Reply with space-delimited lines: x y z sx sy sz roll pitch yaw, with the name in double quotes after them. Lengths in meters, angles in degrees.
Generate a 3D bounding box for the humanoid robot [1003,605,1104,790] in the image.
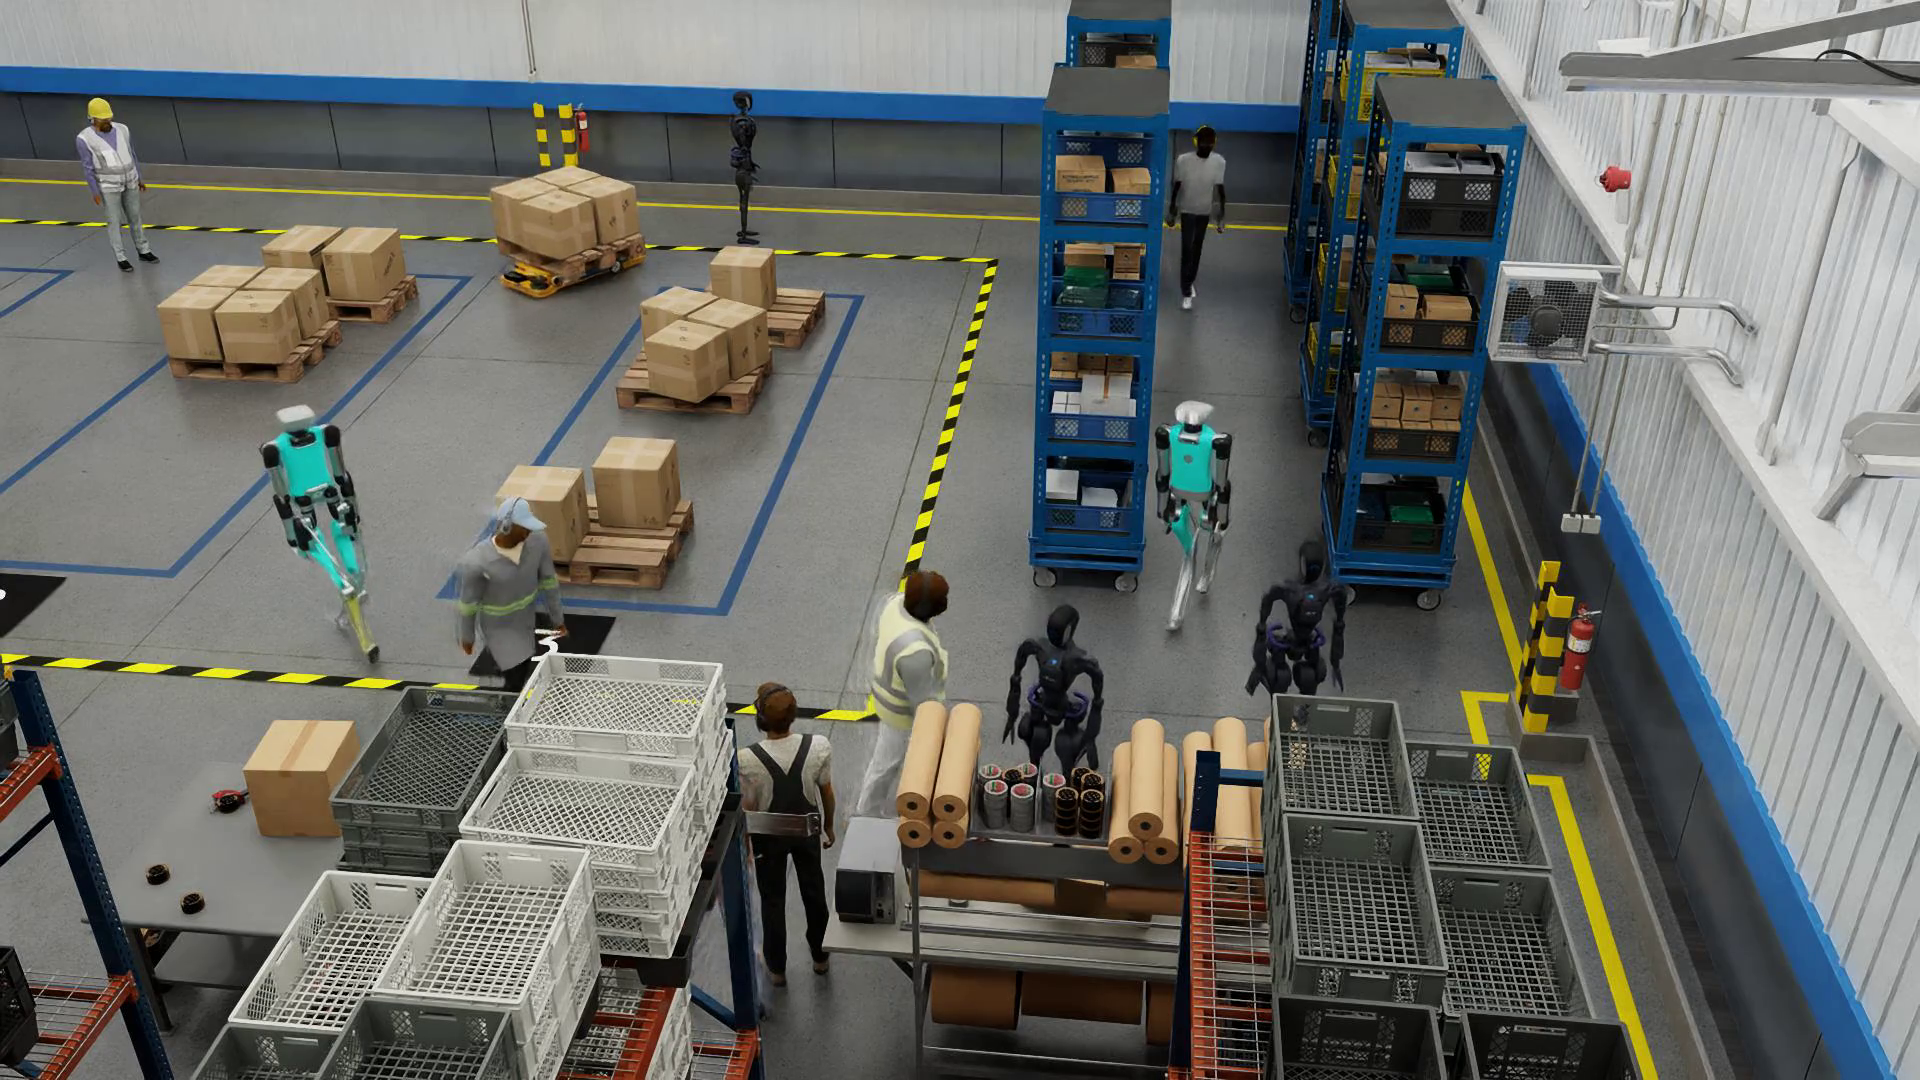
0.523 1.059 9.479 0.599 1.628 0.548 13 32 21 "humanoid robot"

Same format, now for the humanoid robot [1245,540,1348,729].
2.011 0.686 10.101 0.592 1.634 0.577 -4 30 -7 "humanoid robot"

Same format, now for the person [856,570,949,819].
-0.177 0.949 9.523 0.986 1.789 0.640 -2 30 -3 "person"

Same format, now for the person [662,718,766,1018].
-1.344 1.616 8.465 0.540 1.709 0.910 -20 36 -31 "person"

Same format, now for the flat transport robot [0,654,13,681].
-7.142 0.969 11.010 1.431 0.231 0.659 3 30 6 "flat transport robot"

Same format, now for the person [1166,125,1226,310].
2.389 -3.224 16.651 0.554 1.831 0.883 -2 30 -3 "person"

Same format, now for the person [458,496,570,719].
-2.750 0.518 10.247 0.618 1.814 0.607 21 36 32 "person"

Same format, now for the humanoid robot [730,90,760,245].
-2.366 -4.125 18.341 0.315 1.659 0.599 -2 30 -3 "humanoid robot"

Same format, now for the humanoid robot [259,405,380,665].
-4.173 0.023 11.227 0.532 1.778 1.015 -25 39 -36 "humanoid robot"

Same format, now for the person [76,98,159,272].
-8.909 -3.767 17.590 0.404 1.827 0.598 19 35 29 "person"

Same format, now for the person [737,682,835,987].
-0.889 1.507 8.517 0.513 1.844 0.334 -10 32 -17 "person"

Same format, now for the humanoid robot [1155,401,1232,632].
1.683 -0.254 11.690 0.547 1.753 1.035 13 33 21 "humanoid robot"

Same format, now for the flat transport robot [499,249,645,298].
-4.123 -2.940 17.696 0.652 0.197 1.431 23 37 33 "flat transport robot"

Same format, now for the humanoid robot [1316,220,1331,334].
3.506 -2.515 15.579 0.315 1.655 0.599 17 34 27 "humanoid robot"
